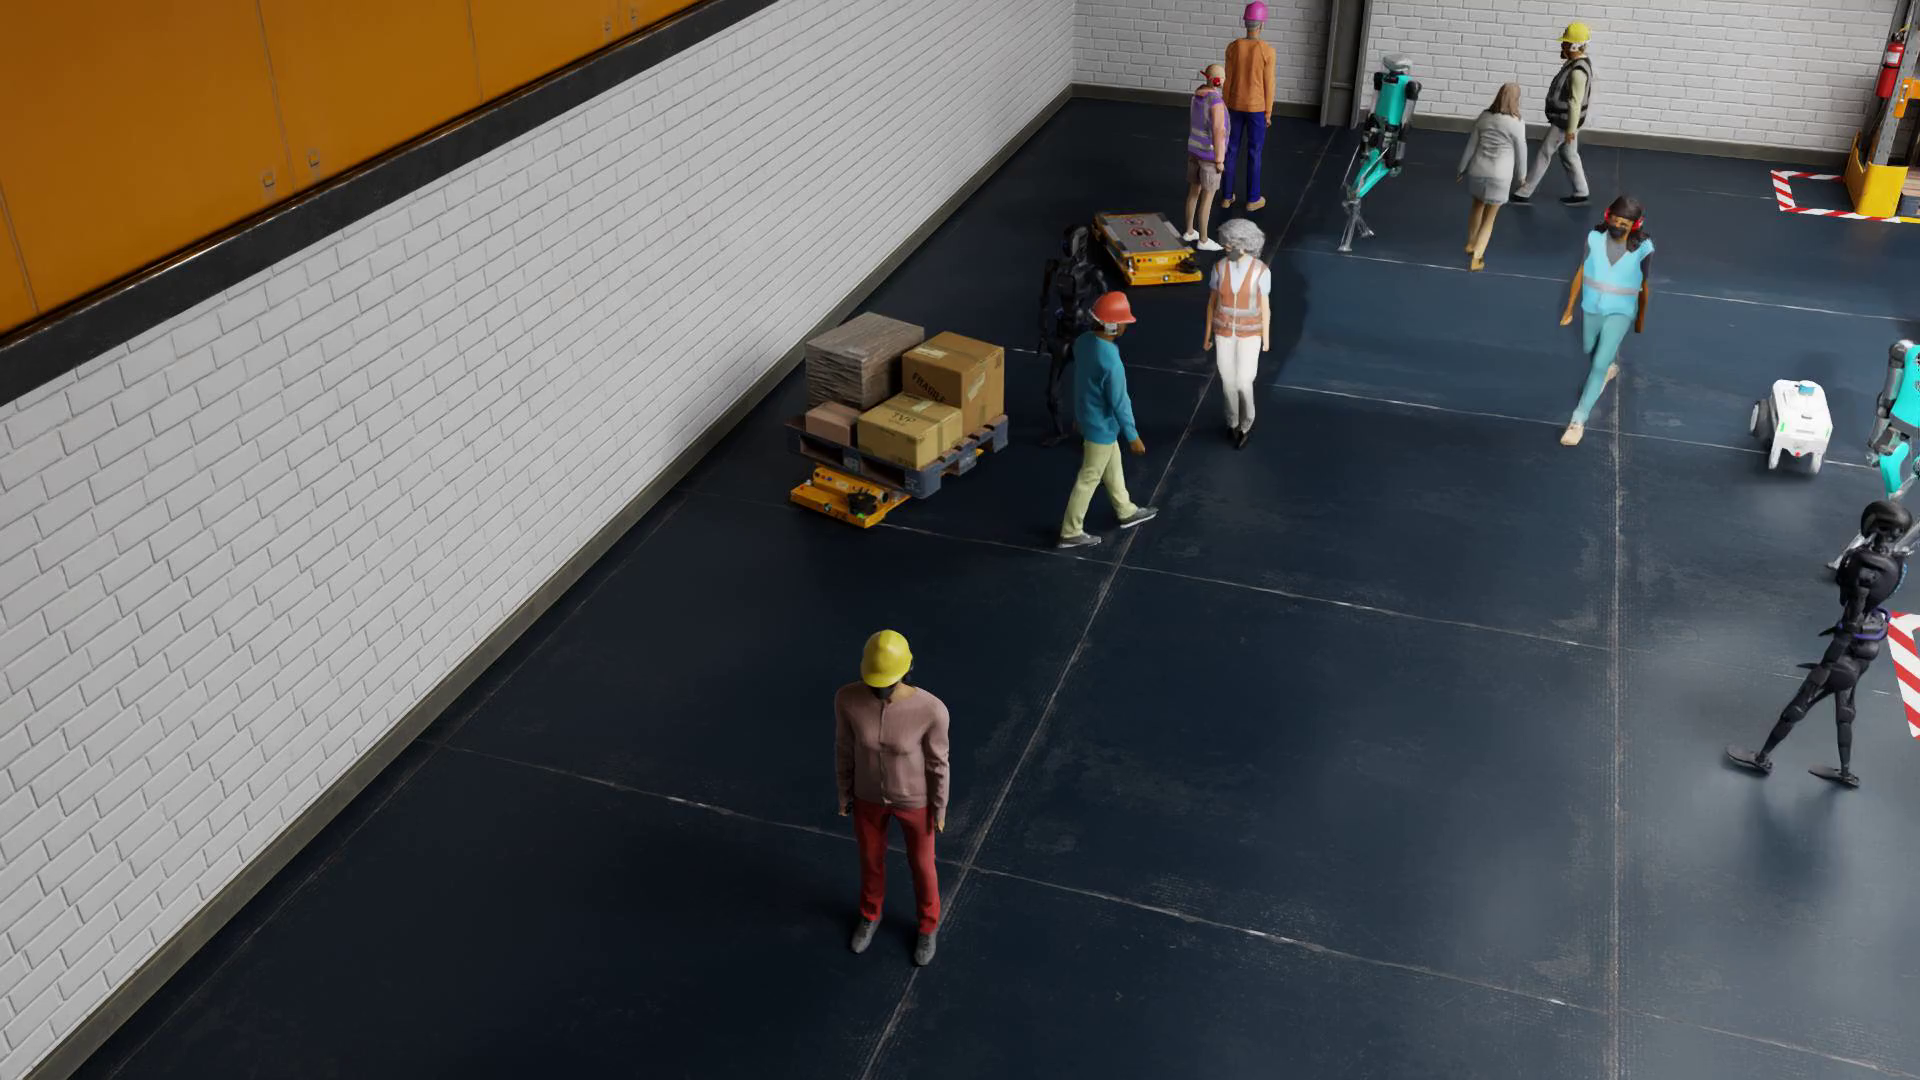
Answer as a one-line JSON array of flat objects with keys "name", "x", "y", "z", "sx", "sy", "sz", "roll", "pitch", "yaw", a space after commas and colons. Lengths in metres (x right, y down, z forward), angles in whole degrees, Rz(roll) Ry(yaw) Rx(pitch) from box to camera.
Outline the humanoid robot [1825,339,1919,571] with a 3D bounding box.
[{"name": "humanoid robot", "x": 5.863, "y": -0.543, "z": 10.100, "sx": 0.936, "sy": 1.746, "sz": 0.544, "roll": -16, "pitch": 34, "yaw": -26}]

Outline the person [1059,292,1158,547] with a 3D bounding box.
[{"name": "person", "x": 0.977, "y": -0.748, "z": 10.465, "sx": 0.742, "sy": 1.718, "sz": 0.584, "roll": -7, "pitch": 31, "yaw": -12}]

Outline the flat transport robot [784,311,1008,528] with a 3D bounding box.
[{"name": "flat transport robot", "x": -0.467, "y": -0.528, "z": 11.523, "sx": 0.659, "sy": 0.231, "sz": 1.431, "roll": 20, "pitch": 36, "yaw": 30}]

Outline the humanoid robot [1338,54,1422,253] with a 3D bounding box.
[{"name": "humanoid robot", "x": 3.651, "y": -3.464, "z": 15.126, "sx": 0.925, "sy": 1.778, "sz": 0.537, "roll": -16, "pitch": 34, "yaw": -25}]

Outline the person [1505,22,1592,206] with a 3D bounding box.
[{"name": "person", "x": 5.846, "y": -4.102, "z": 16.106, "sx": 0.849, "sy": 1.789, "sz": 0.601, "roll": 10, "pitch": 32, "yaw": 17}]

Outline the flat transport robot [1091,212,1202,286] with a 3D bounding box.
[{"name": "flat transport robot", "x": 1.685, "y": -2.674, "z": 15.175, "sx": 0.659, "sy": 0.231, "sz": 1.431, "roll": -5, "pitch": 31, "yaw": -9}]

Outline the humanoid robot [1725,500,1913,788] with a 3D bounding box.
[{"name": "humanoid robot", "x": 4.408, "y": 0.503, "z": 8.393, "sx": 0.644, "sy": 1.638, "sz": 0.600, "roll": 20, "pitch": 36, "yaw": 31}]

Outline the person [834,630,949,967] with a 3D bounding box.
[{"name": "person", "x": -0.300, "y": 1.126, "z": 7.243, "sx": 0.518, "sy": 1.758, "sz": 0.341, "roll": 8, "pitch": 31, "yaw": 13}]

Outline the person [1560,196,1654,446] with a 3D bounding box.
[{"name": "person", "x": 4.665, "y": -1.682, "z": 11.986, "sx": 0.538, "sy": 1.804, "sz": 1.058, "roll": 22, "pitch": 37, "yaw": 33}]

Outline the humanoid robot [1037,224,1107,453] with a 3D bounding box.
[{"name": "humanoid robot", "x": 0.783, "y": -1.387, "z": 11.597, "sx": 0.590, "sy": 1.654, "sz": 0.419, "roll": 22, "pitch": 37, "yaw": 33}]

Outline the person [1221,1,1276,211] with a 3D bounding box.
[{"name": "person", "x": 2.774, "y": -4.165, "z": 16.028, "sx": 0.505, "sy": 1.980, "sz": 0.382, "roll": 14, "pitch": 33, "yaw": 22}]

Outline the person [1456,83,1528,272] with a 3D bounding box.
[{"name": "person", "x": 4.751, "y": -3.254, "z": 14.807, "sx": 0.549, "sy": 1.629, "sz": 0.721, "roll": 22, "pitch": 37, "yaw": 32}]

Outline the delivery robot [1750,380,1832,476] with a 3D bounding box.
[{"name": "delivery robot", "x": 5.934, "y": -0.847, "z": 11.788, "sx": 0.499, "sy": 0.599, "sz": 0.784, "roll": 10, "pitch": 32, "yaw": 16}]

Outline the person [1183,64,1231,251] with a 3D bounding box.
[{"name": "person", "x": 2.243, "y": -3.485, "z": 15.146, "sx": 0.347, "sy": 1.693, "sz": 0.495, "roll": -12, "pitch": 32, "yaw": -19}]

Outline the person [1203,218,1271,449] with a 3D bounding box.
[{"name": "person", "x": 1.936, "y": -1.437, "z": 11.680, "sx": 0.453, "sy": 1.666, "sz": 0.519, "roll": 13, "pitch": 33, "yaw": 21}]
